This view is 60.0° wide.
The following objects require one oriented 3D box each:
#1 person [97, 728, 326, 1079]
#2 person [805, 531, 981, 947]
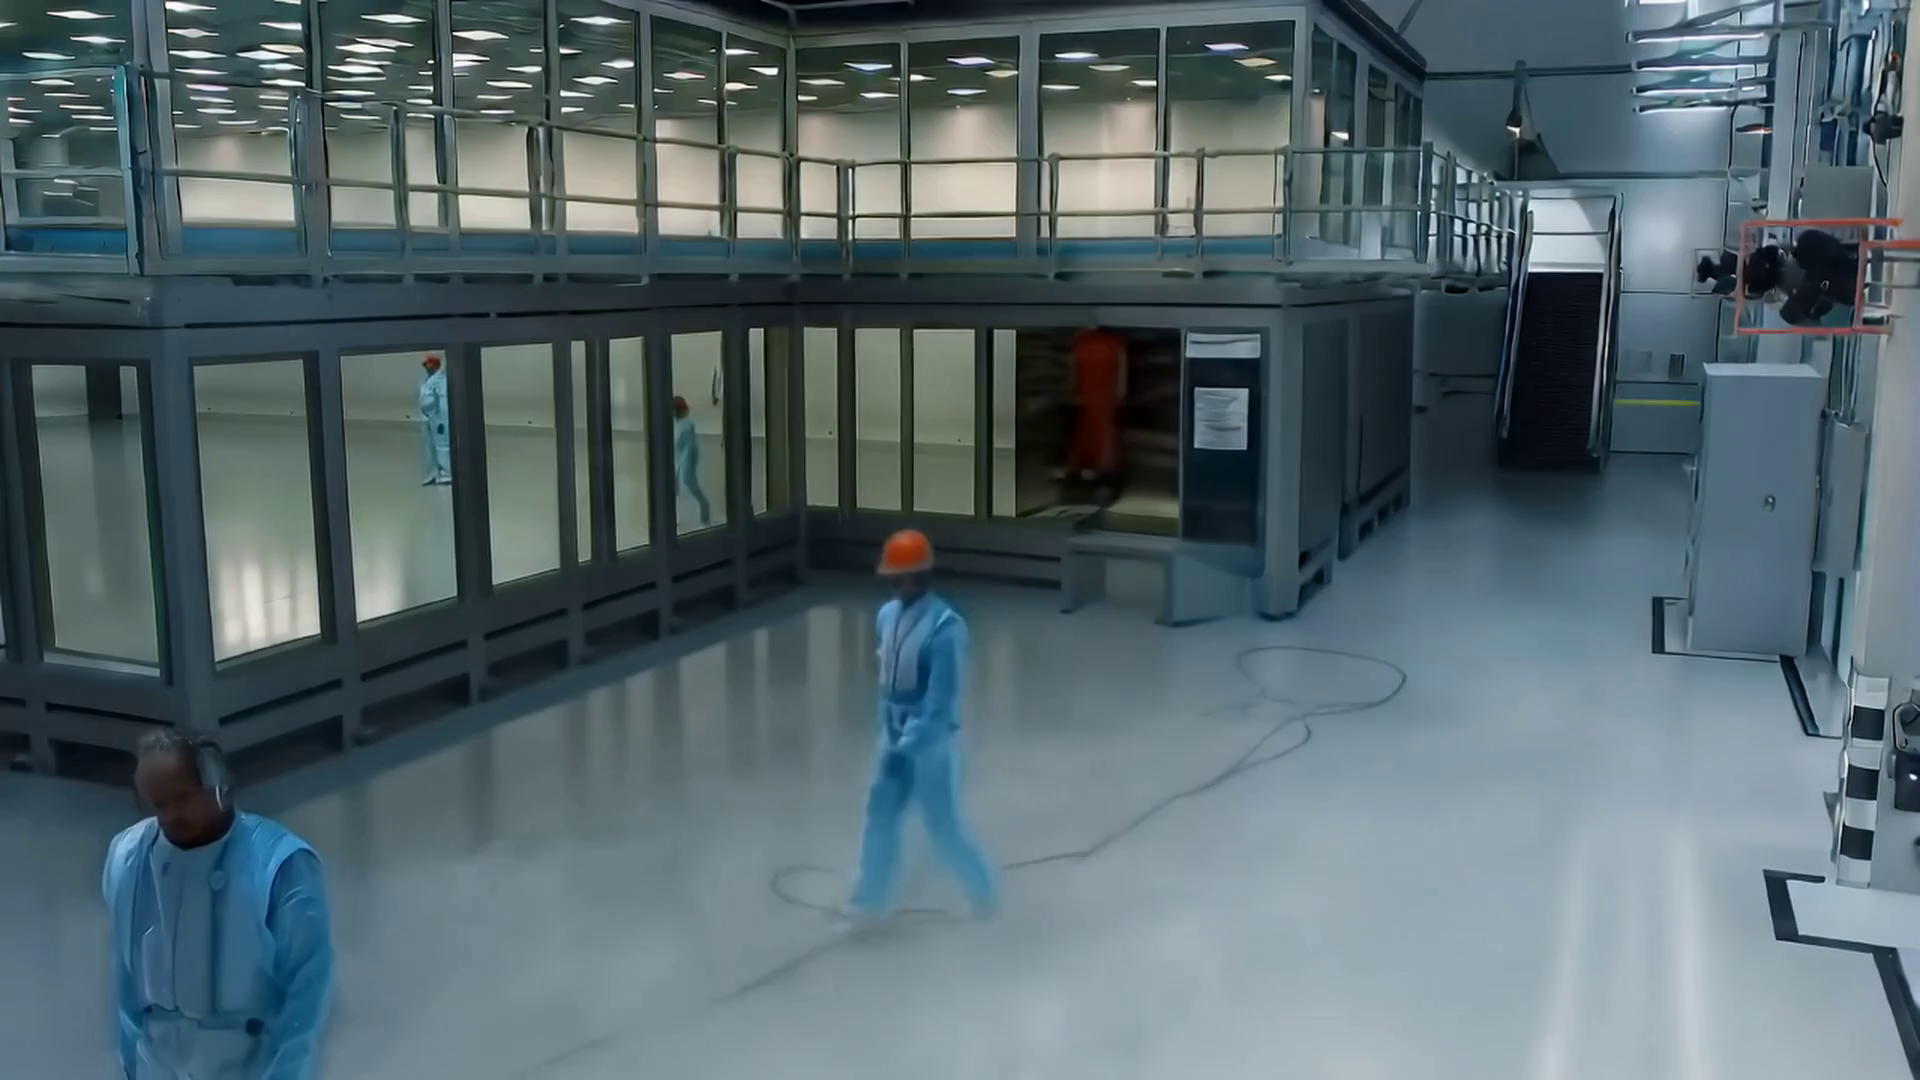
[{"bbox_3d":[-2.046,1.414,4.539,0.625,1.846,0.429,1,9,5],"label":"person"},{"bbox_3d":[-0.261,0.907,7.519,0.971,1.890,0.613,-9,13,-44],"label":"person"}]
